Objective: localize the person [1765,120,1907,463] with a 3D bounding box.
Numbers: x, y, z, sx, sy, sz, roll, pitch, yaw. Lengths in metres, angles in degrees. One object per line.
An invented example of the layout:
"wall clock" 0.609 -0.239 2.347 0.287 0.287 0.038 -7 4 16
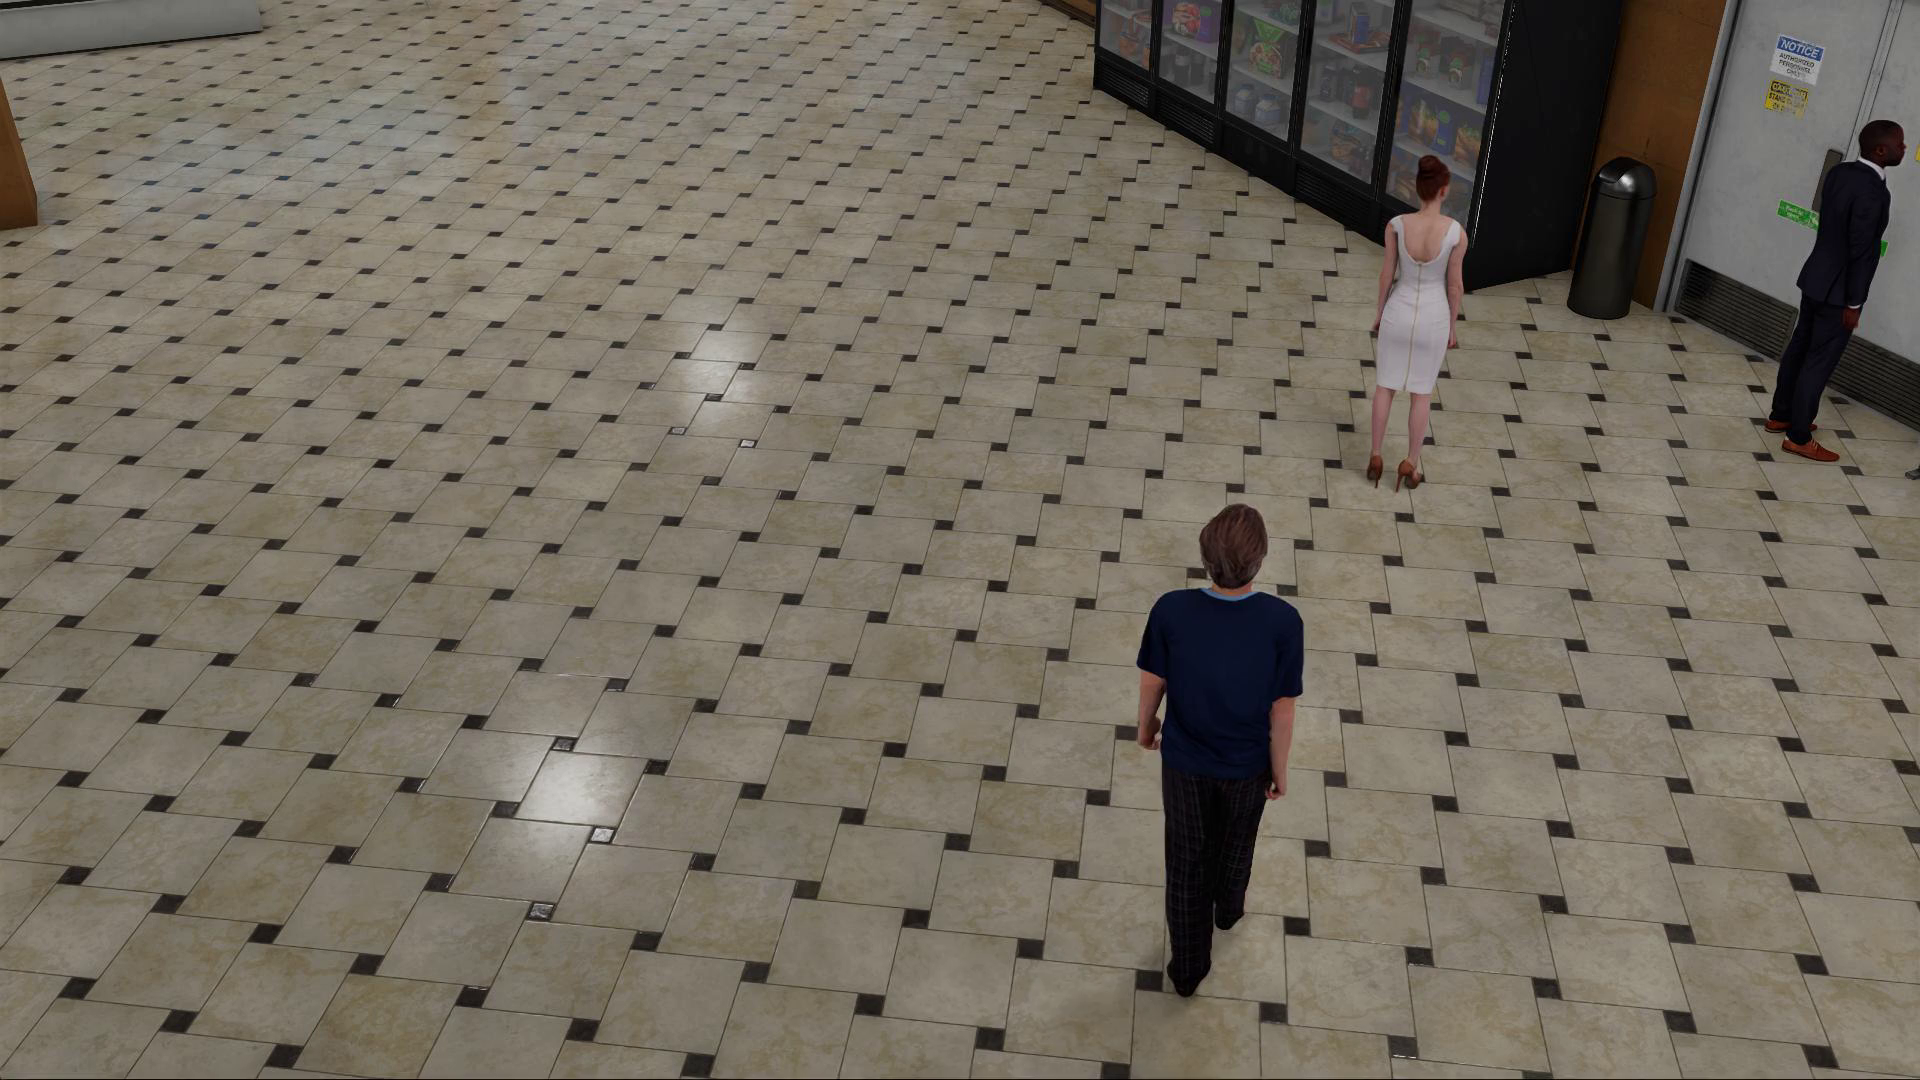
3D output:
"person" 4.634 -1.332 8.809 0.804 1.824 0.792 4 32 7

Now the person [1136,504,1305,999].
"person" 0.830 0.765 5.409 0.934 1.854 0.976 5 32 8

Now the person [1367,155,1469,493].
"person" 2.289 -1.075 8.424 0.652 1.794 0.681 16 35 24
